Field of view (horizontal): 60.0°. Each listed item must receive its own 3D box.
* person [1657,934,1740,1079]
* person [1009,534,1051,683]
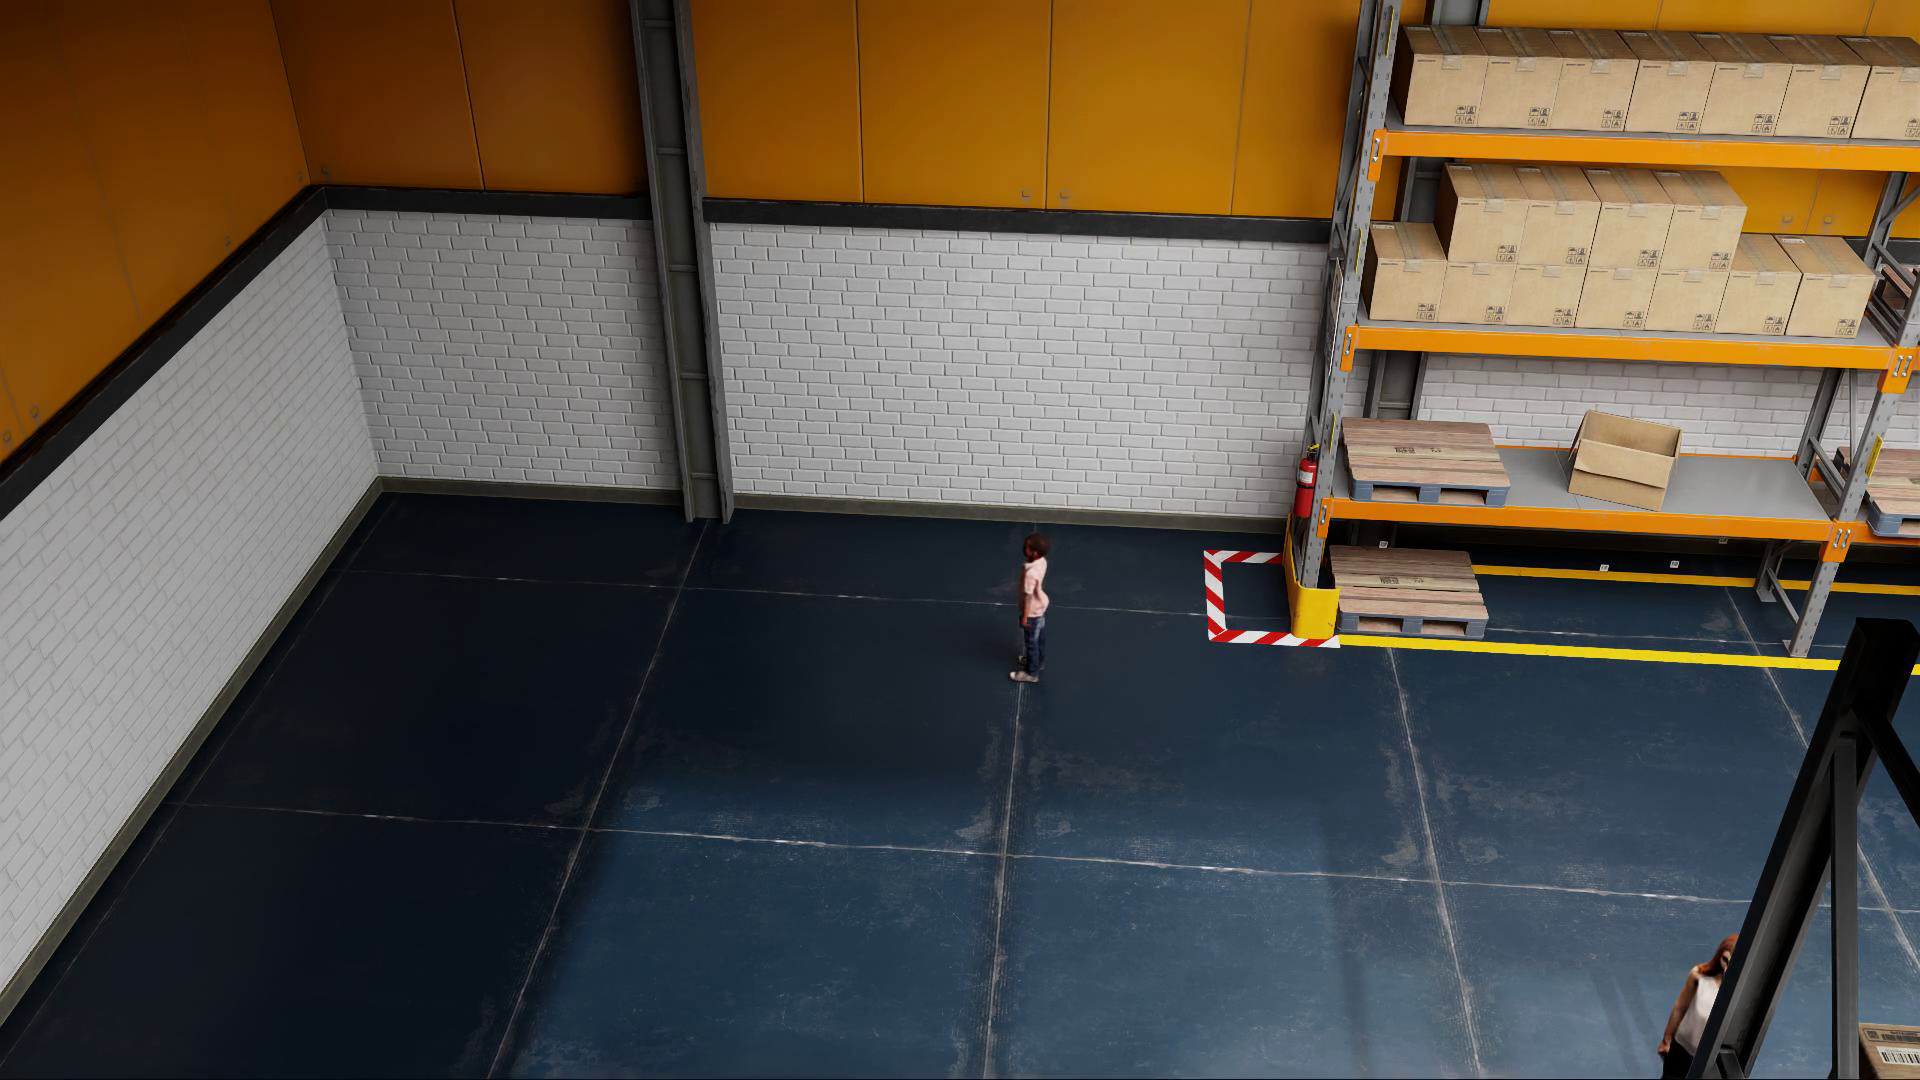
[{"bbox_3d":[4.124,2.813,9.208,0.603,1.722,0.715,22,39,29],"label":"person"},{"bbox_3d":[0.590,0.514,13.040,0.532,1.308,0.529,8,35,12],"label":"person"}]
